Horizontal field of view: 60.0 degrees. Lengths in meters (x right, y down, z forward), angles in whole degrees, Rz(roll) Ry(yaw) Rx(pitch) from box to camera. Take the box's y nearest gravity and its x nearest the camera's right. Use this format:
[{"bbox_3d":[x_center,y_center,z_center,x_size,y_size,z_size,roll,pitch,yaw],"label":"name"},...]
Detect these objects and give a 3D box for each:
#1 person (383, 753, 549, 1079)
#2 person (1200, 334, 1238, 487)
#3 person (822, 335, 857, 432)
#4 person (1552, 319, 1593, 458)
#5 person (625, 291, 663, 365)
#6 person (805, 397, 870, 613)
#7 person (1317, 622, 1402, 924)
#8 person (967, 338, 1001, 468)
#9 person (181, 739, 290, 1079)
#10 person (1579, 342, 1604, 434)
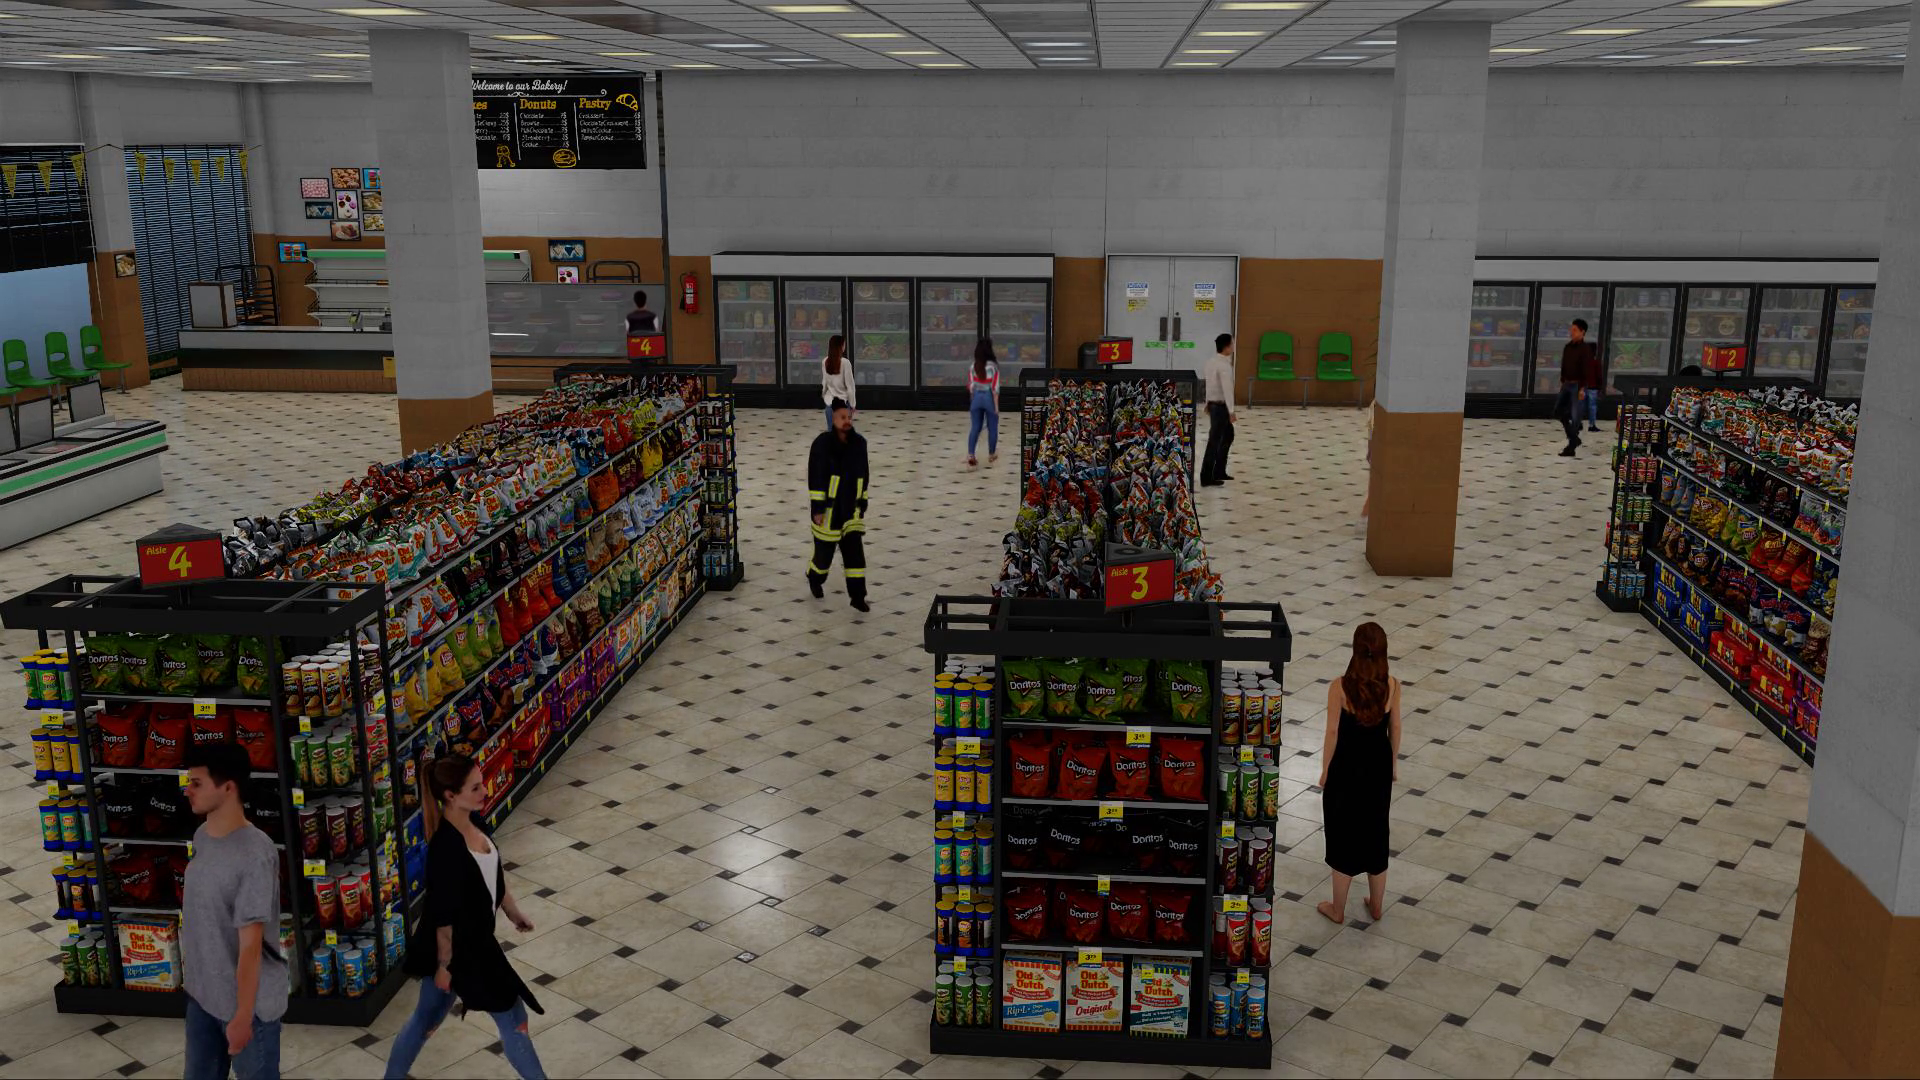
[{"bbox_3d":[-2.104,1.669,6.708,0.896,1.629,1.157,-3,14,-10],"label":"person"},{"bbox_3d":[2.940,-1.506,19.439,0.828,1.798,0.708,-2,14,-9],"label":"person"},{"bbox_3d":[-1.478,-1.652,20.266,0.700,1.692,0.704,9,16,32],"label":"person"},{"bbox_3d":[7.926,-1.939,21.280,0.851,1.772,0.747,-5,15,-21],"label":"person"},{"bbox_3d":[-4.599,-2.682,24.220,0.721,1.830,1.057,-1,14,-3],"label":"person"},{"bbox_3d":[-1.097,-0.319,14.464,1.071,1.836,1.261,-6,15,-23],"label":"person"},{"bbox_3d":[2.077,1.205,8.629,0.626,1.625,0.637,-2,14,-8],"label":"person"},{"bbox_3d":[0.264,-1.676,20.601,0.790,1.581,1.112,5,15,20],"label":"person"},{"bbox_3d":[-2.646,1.658,6.247,1.002,1.867,1.145,10,17,35],"label":"person"},{"bbox_3d":[8.761,-2.130,23.159,0.640,1.256,0.588,-13,19,-43],"label":"person"}]
